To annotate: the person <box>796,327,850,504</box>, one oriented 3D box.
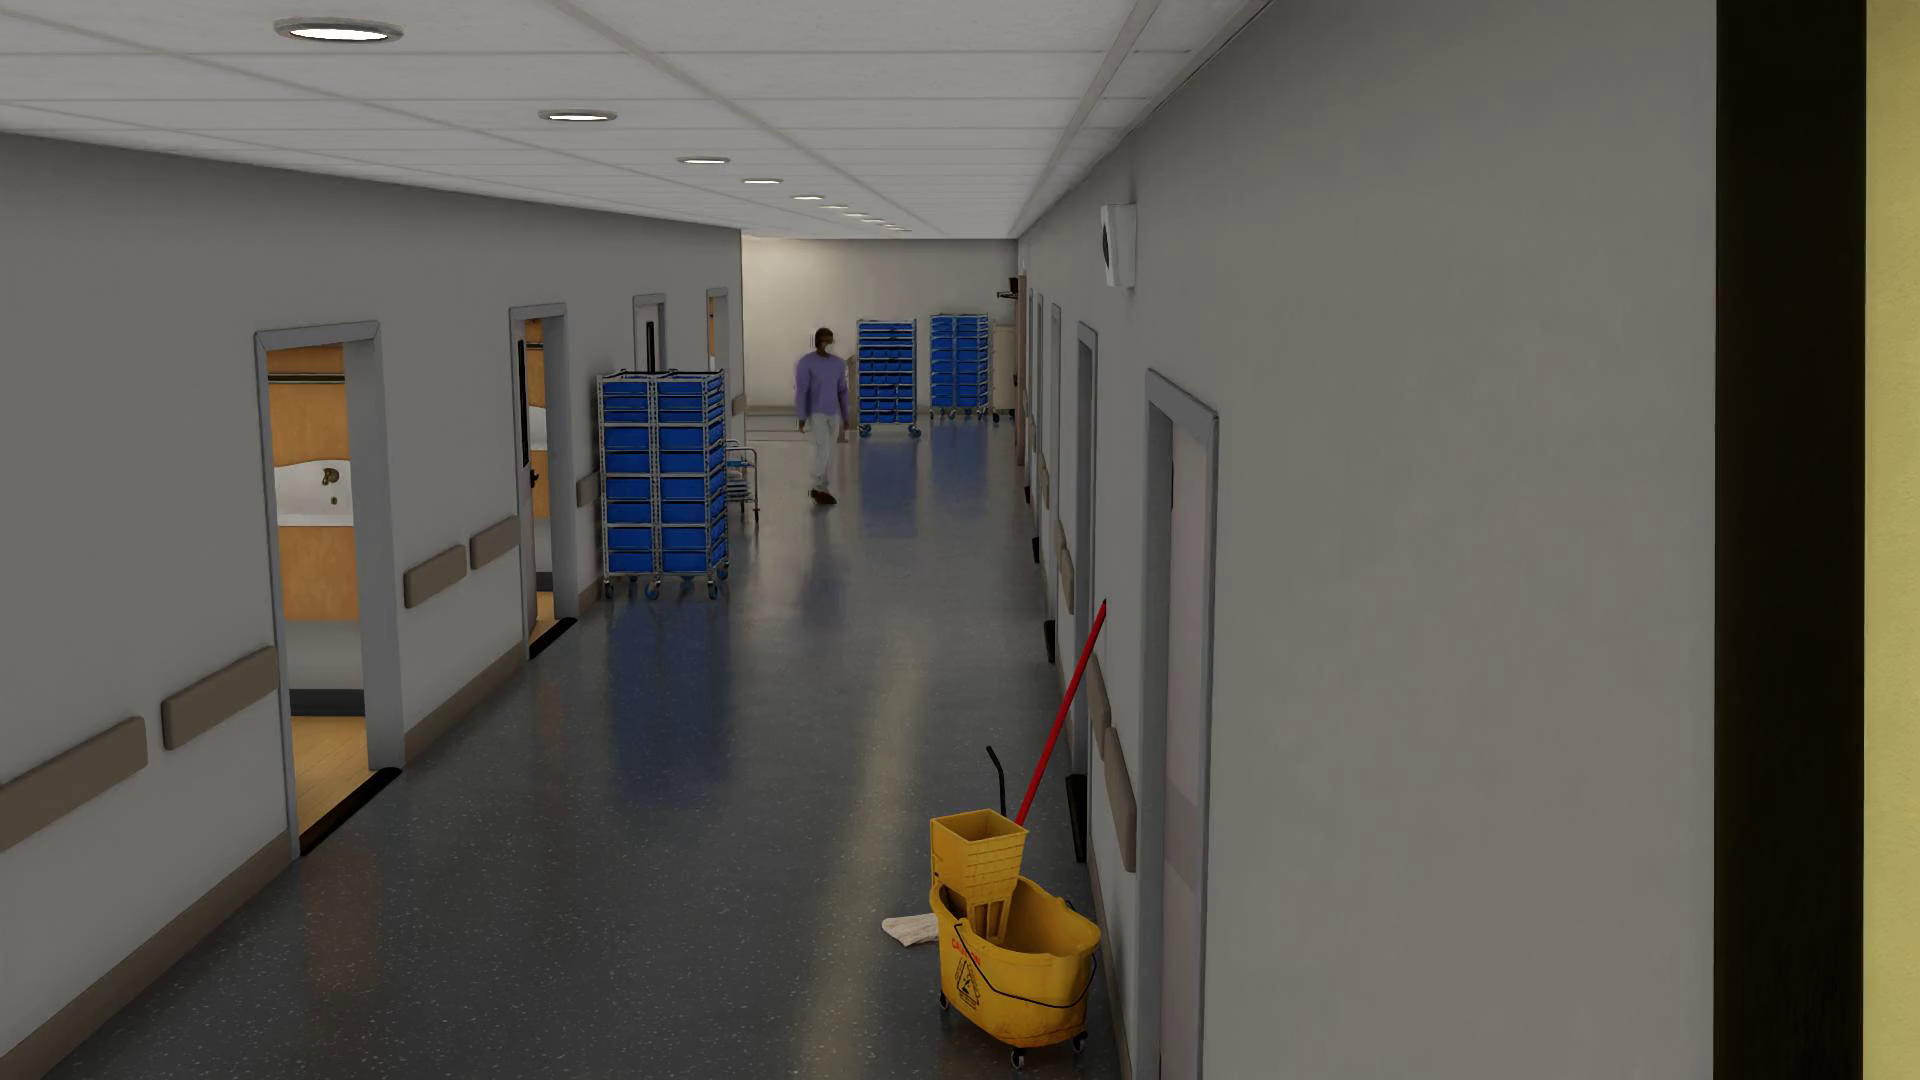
[{"bbox_3d":[-1.433,-1.330,17.972,0.515,1.925,0.654,9,13,44],"label":"person"}]
